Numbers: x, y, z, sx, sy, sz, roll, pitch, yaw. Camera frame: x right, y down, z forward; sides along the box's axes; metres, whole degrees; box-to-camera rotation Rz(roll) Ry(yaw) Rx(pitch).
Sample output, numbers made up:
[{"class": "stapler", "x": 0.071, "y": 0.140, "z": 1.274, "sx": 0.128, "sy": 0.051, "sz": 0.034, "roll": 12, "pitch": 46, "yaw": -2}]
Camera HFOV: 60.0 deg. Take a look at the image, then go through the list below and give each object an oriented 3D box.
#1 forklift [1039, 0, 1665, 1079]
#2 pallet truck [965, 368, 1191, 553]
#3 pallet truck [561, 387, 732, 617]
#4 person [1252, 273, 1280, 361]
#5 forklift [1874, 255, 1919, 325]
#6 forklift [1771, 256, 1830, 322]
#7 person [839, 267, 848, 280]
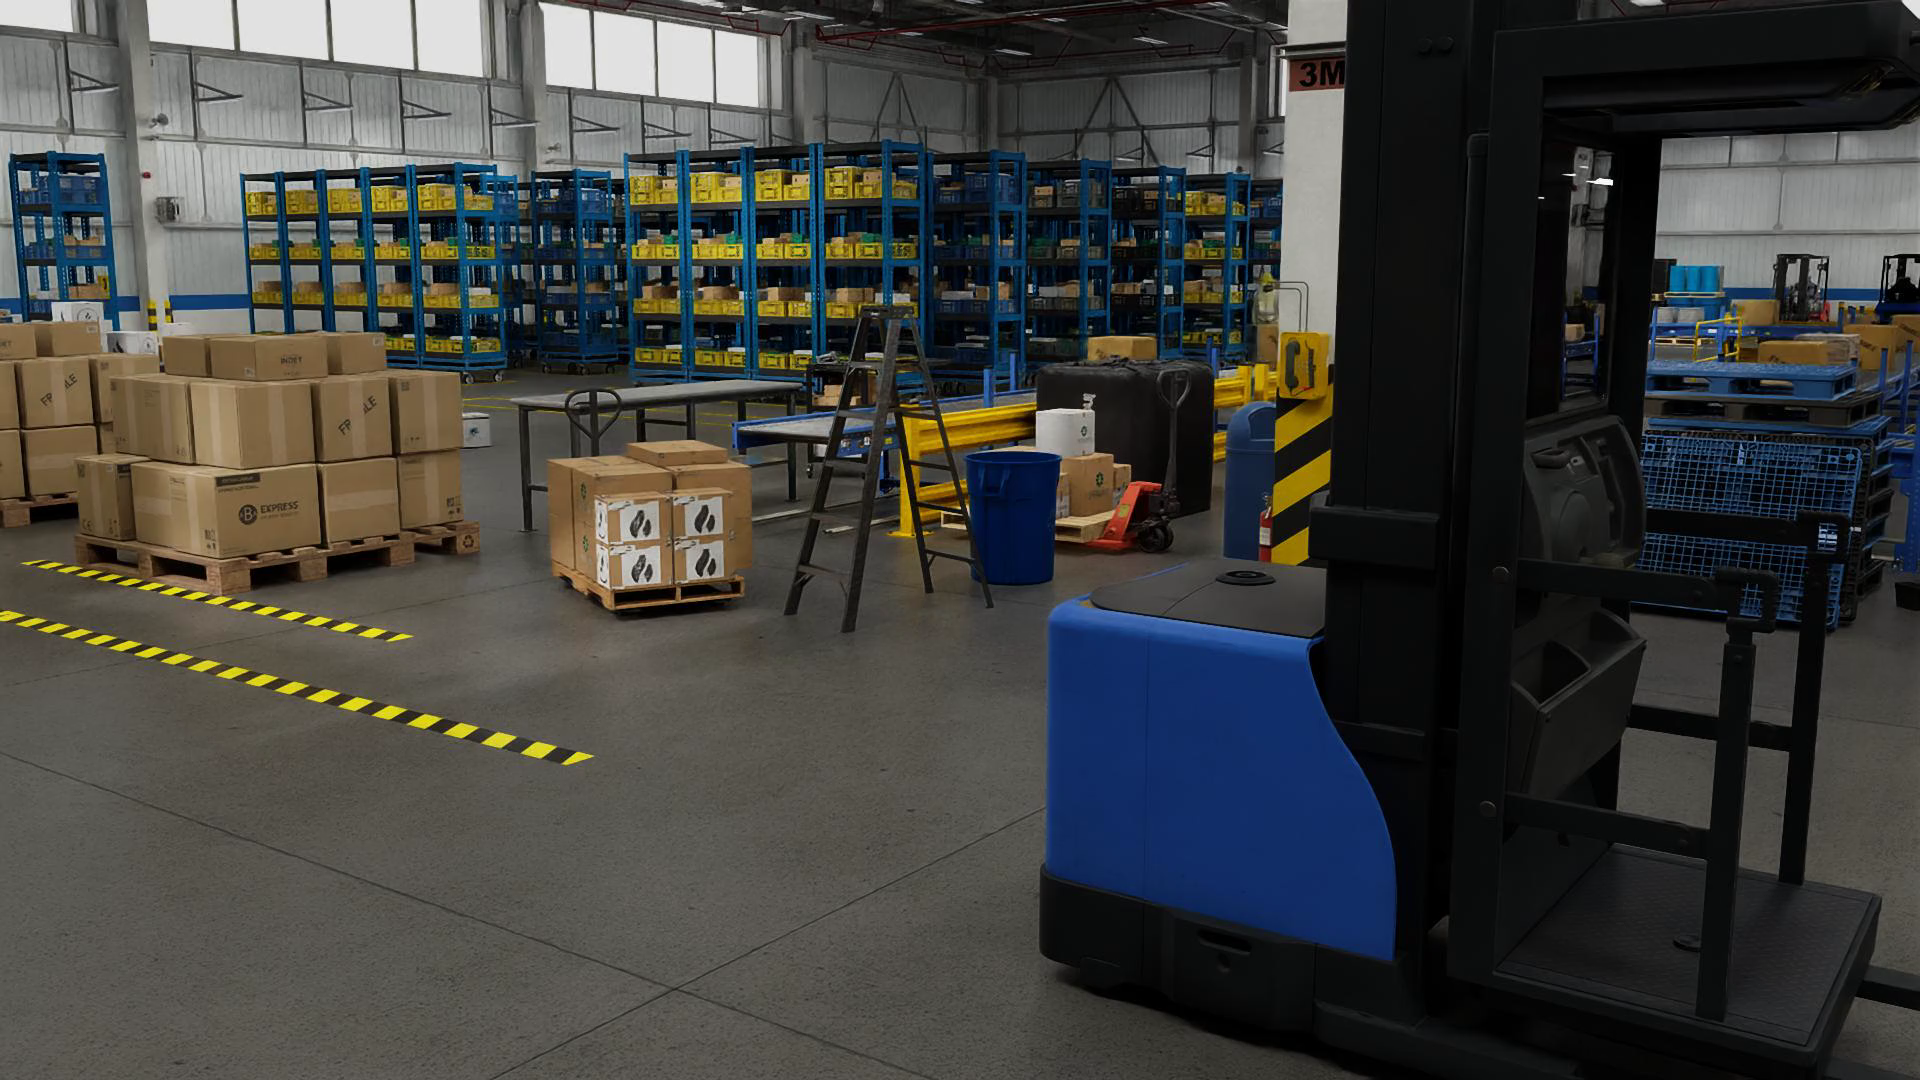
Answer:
[{"class": "forklift", "x": 1.249, "y": -0.137, "z": 4.360, "sx": 1.873, "sy": 2.768, "sz": 1.129, "roll": 7, "pitch": 12, "yaw": 35}, {"class": "pallet truck", "x": 0.845, "y": -0.609, "z": 11.869, "sx": 1.630, "sy": 1.274, "sz": 0.653, "roll": 7, "pitch": 12, "yaw": 35}, {"class": "pallet truck", "x": -1.981, "y": -0.274, "z": 10.088, "sx": 0.680, "sy": 1.201, "sz": 1.601, "roll": -5, "pitch": 11, "yaw": -28}, {"class": "person", "x": 5.630, "y": -3.964, "z": 30.386, "sx": 0.640, "sy": 1.783, "sz": 0.787, "roll": 4, "pitch": 10, "yaw": 22}, {"class": "forklift", "x": 22.089, "y": -5.634, "z": 38.796, "sx": 1.157, "sy": 1.987, "sz": 2.680, "roll": 6, "pitch": 11, "yaw": 33}, {"class": "forklift", "x": 20.253, "y": -5.854, "z": 40.139, "sx": 1.157, "sy": 1.987, "sz": 2.680, "roll": 7, "pitch": 12, "yaw": 35}, {"class": "person", "x": -2.815, "y": -5.217, "z": 37.548, "sx": 1.111, "sy": 1.906, "sz": 0.621, "roll": 5, "pitch": 11, "yaw": 26}]
